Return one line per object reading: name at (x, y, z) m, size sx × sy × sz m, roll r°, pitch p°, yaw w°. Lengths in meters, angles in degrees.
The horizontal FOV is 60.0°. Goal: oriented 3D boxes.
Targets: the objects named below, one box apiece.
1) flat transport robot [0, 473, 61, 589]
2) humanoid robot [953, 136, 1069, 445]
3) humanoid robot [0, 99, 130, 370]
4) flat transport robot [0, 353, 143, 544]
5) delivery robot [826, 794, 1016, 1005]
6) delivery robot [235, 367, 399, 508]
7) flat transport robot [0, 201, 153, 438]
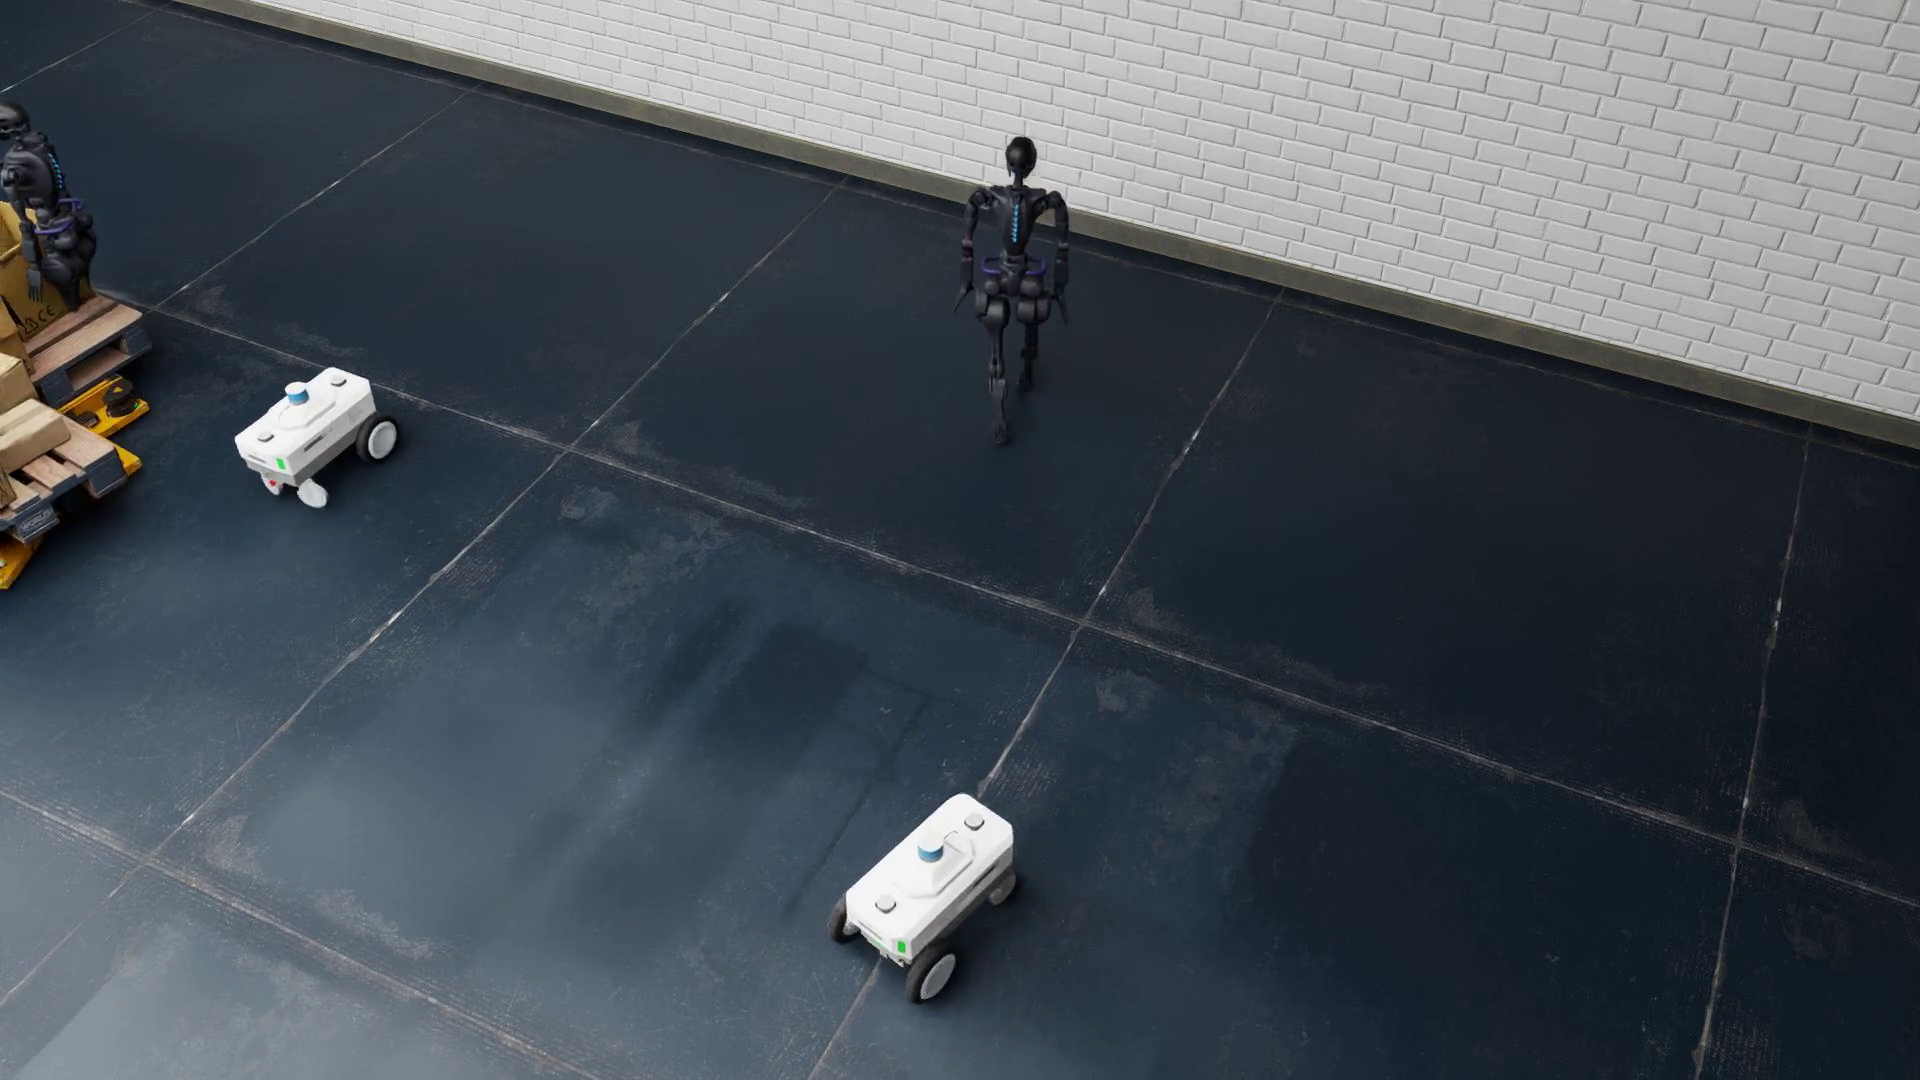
flat transport robot at (-5.321, -0.062, 8.323) m, size 1.431 × 0.231 × 0.659 m, roll 3°, pitch 43°, yaw 3°
humanoid robot at (0.268, -1.340, 8.691) m, size 0.612 × 1.625 × 0.745 m, roll 1°, pitch 43°, yaw 1°
humanoid robot at (-4.847, -1.595, 8.941) m, size 0.317 × 1.658 × 0.603 m, roll 0°, pitch 43°, yaw 0°
flat transport robot at (-4.985, -0.167, 8.436) m, size 0.659 × 0.231 × 1.431 m, roll 25°, pitch 48°, yaw 25°
delivery robot at (-0.116, 1.359, 6.555) m, size 0.499 × 0.563 × 0.738 m, roll 31°, pitch 51°, yaw 29°
delivery robot at (-3.345, -0.566, 8.669) m, size 0.524 × 0.613 × 0.785 m, roll 20°, pitch 46°, yaw 20°
flat transport robot at (-5.226, -0.822, 9.142) m, size 1.431 × 0.231 × 0.659 m, roll 22°, pitch 47°, yaw 22°
